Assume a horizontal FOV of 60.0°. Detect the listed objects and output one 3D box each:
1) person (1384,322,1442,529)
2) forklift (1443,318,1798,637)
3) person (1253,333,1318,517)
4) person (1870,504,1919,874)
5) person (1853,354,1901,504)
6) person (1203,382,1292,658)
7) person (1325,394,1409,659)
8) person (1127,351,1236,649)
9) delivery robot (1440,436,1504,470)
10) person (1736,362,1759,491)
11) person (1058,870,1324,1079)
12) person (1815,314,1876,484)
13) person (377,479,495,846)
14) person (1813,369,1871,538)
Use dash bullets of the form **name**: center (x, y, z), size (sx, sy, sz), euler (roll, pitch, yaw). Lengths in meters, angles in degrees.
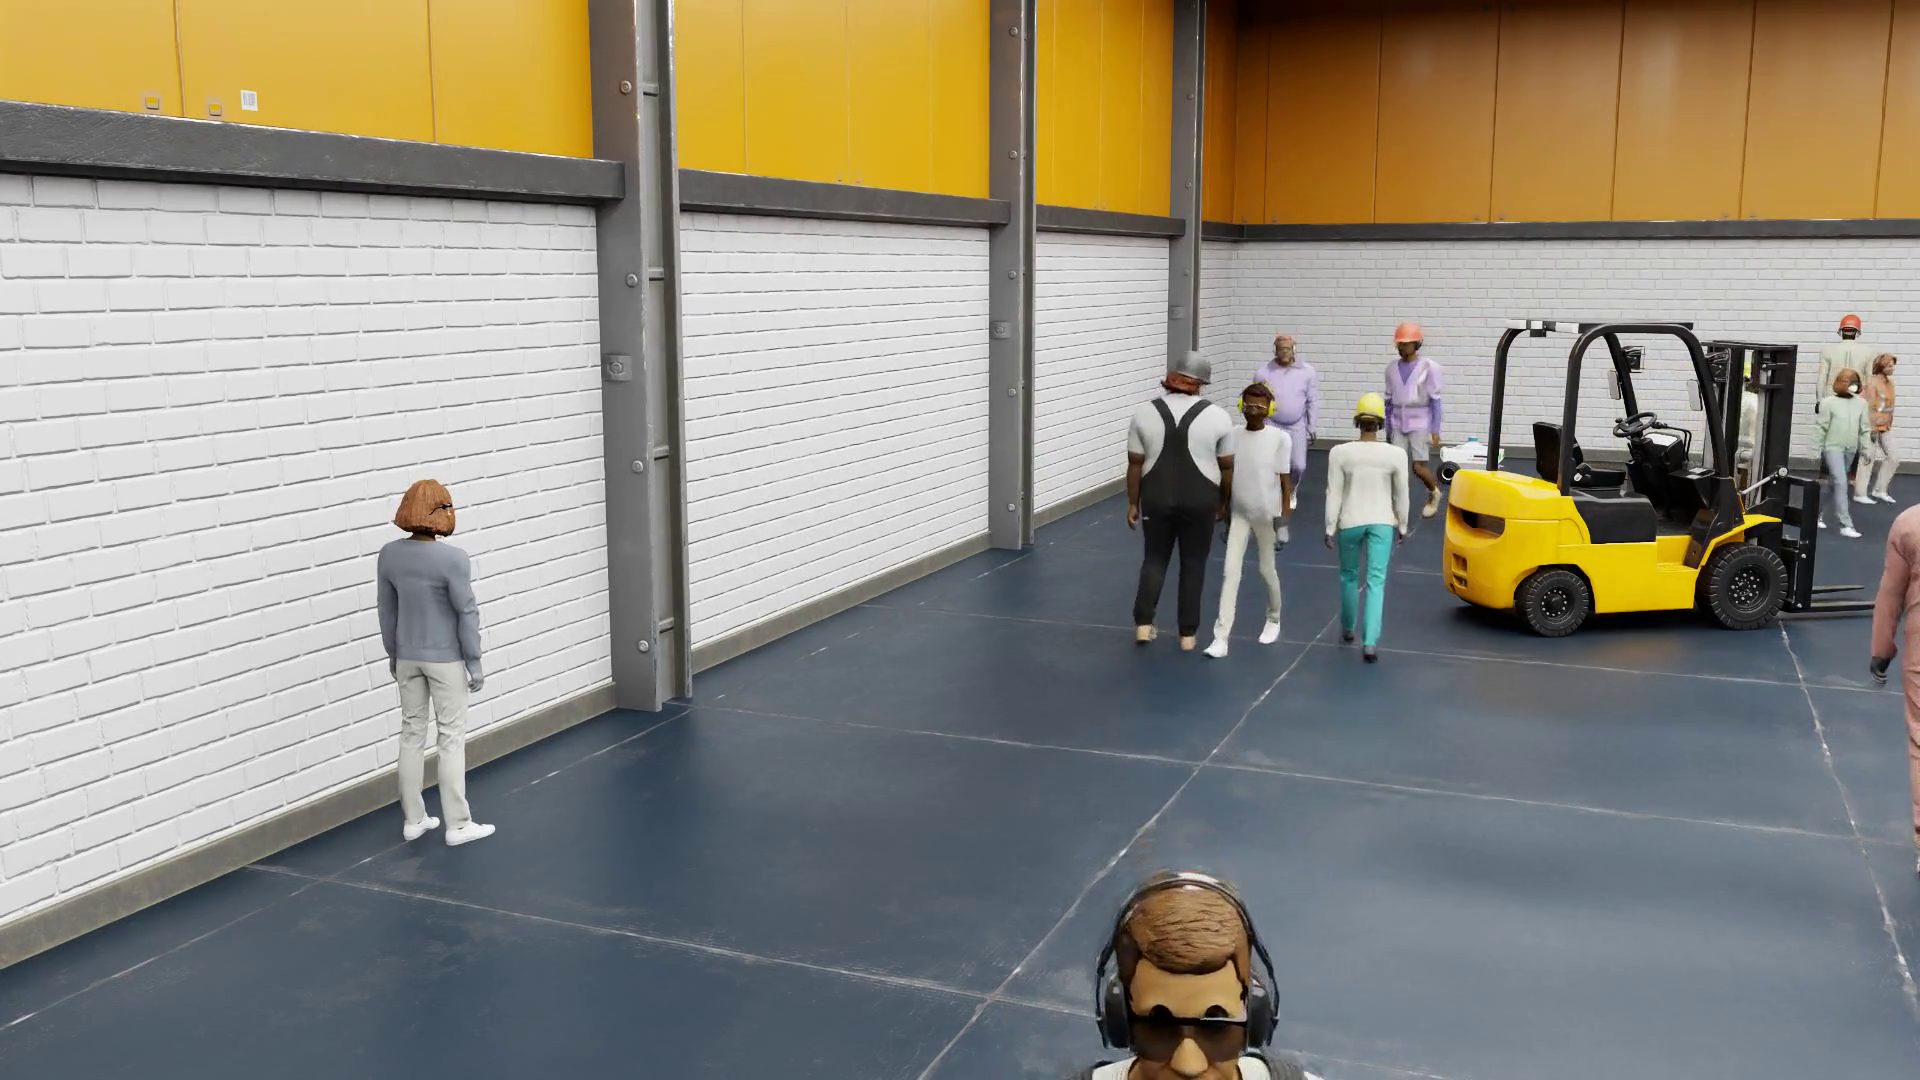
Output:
- **person**: center (4.456, -1.124, 16.281), size (0.638, 2.030, 0.686), euler (9, 13, 43)
- **forklift**: center (4.706, -0.497, 11.990), size (2.313, 2.155, 1.214), euler (-2, 10, -10)
- **person**: center (3.282, -1.150, 16.856), size (0.657, 1.891, 0.672), euler (1, 9, 6)
- **person**: center (4.266, 0.490, 7.096), size (0.668, 1.847, 0.978), euler (6, 11, 33)
- **person**: center (9.895, -1.178, 17.841), size (0.538, 1.621, 0.503), euler (-7, 12, -35)
- **person**: center (1.954, -0.144, 11.053), size (0.529, 1.809, 0.994), euler (6, 11, 31)
- **person**: center (2.696, -0.103, 11.030), size (0.539, 1.722, 0.916), euler (2, 10, 13)
- **person**: center (1.493, -0.281, 11.142), size (0.711, 2.000, 0.565), euler (3, 10, 18)
- **delivery robot**: center (6.023, -0.974, 19.554), size (0.707, 0.478, 0.477), euler (4, 10, 22)
- **person**: center (6.481, -0.603, 13.792), size (0.610, 1.818, 0.602), euler (-1, 9, -6)
- **person**: center (0.284, 1.308, 2.156), size (0.535, 1.827, 0.428), euler (0, 9, -1)
- **person**: center (10.430, -1.657, 19.621), size (0.622, 1.993, 0.382), euler (4, 10, 21)
- **person**: center (-2.338, 0.542, 7.388), size (0.507, 1.632, 0.274), euler (4, 10, 21)
- **person**: center (8.468, -0.861, 16.012), size (0.511, 1.593, 0.839), euler (-2, 10, -11)
